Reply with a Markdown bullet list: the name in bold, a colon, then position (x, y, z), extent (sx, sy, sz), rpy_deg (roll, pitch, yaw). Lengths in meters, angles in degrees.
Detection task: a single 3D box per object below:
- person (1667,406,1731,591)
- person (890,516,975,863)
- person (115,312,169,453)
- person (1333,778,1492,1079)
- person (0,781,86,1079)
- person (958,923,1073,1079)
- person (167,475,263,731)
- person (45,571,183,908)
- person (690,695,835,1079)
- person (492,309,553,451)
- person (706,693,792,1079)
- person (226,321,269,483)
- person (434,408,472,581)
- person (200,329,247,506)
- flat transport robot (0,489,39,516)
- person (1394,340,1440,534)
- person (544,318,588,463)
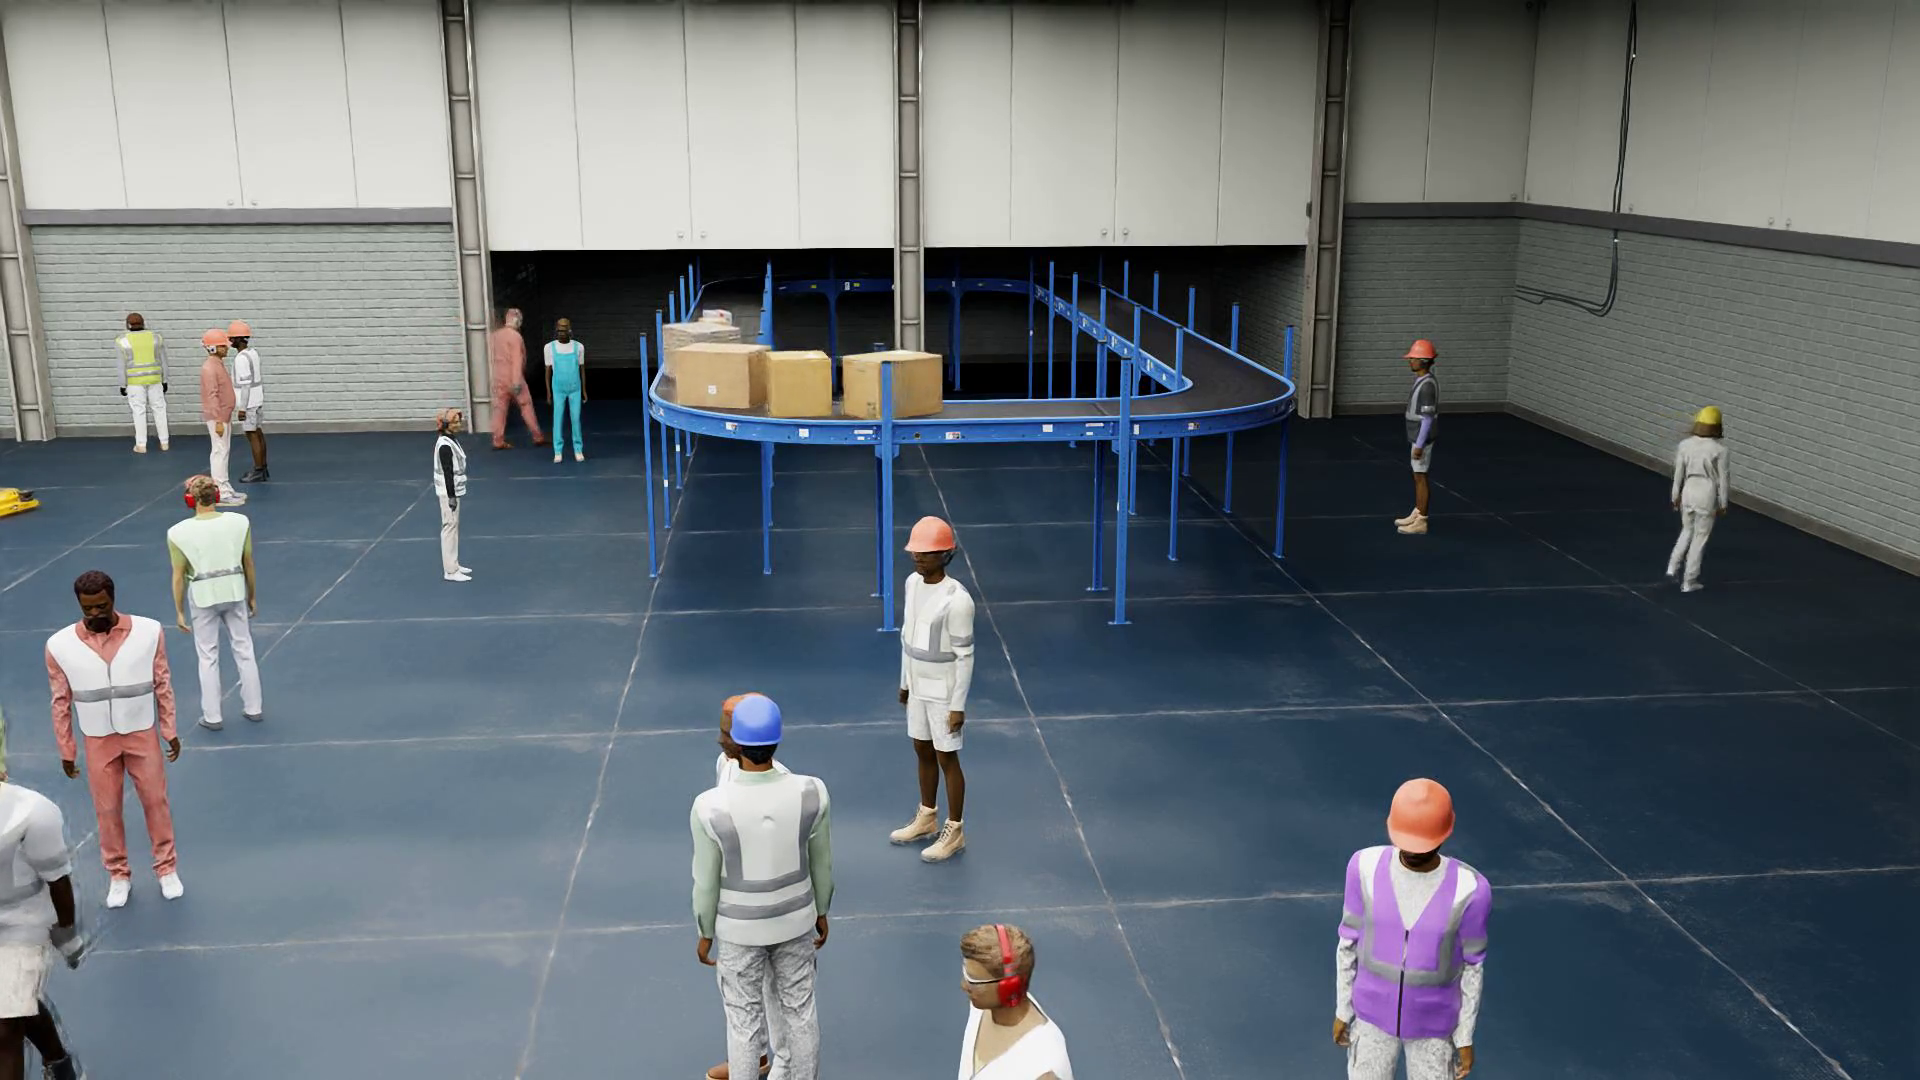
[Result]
- **person**: position (6.818, -0.373, 15.292), extent (0.390, 1.729, 0.490), rpy_deg (-9, 17, -32)
- **person**: position (-0.168, 0.859, 9.701), extent (0.358, 2.047, 0.615), rpy_deg (-10, 17, -35)
- **person**: position (-10.724, -2.067, 21.837), extent (0.624, 1.840, 0.429), rpy_deg (-12, 18, -40)
- **person**: position (1.667, 1.788, 6.231), extent (0.542, 1.928, 0.375), rpy_deg (6, 15, 23)
- **person**: position (-4.025, 1.641, 6.828), extent (0.618, 1.913, 0.959), rpy_deg (3, 14, 12)
- **person**: position (0.178, 2.064, 5.299), extent (0.372, 1.840, 0.570), rpy_deg (-6, 15, -21)
- **person**: position (-5.257, 0.450, 11.776), extent (0.563, 1.836, 0.383), rpy_deg (-12, 18, -39)
- **person**: position (-4.627, 1.075, 9.136), extent (0.602, 1.906, 0.413), rpy_deg (-7, 16, -27)
- **person**: position (-0.823, 1.588, 6.988), extent (0.605, 1.948, 0.388), rpy_deg (-6, 15, -22)
- **person**: position (-5.852, -2.124, 22.053), extent (0.928, 1.846, 0.705), rpy_deg (-13, 19, -43)
- **person**: position (-0.895, 1.561, 7.228), extent (0.344, 1.882, 0.584), rpy_deg (-11, 18, -38)
- **person**: position (-8.568, -1.654, 19.982), extent (0.359, 1.939, 0.542), rpy_deg (-2, 14, -9)
- **person**: position (-4.797, -0.432, 15.703), extent (0.311, 1.636, 0.523), rpy_deg (-4, 14, -14)
- **person**: position (-8.346, -1.388, 18.797), extent (0.384, 1.996, 0.610), rpy_deg (-4, 14, -14)
- **flat transport robot**: position (-11.115, -0.446, 18.531), extent (1.431, 0.197, 0.652), rpy_deg (4, 15, 15)
- **person**: position (4.808, -1.077, 17.456), extent (0.380, 2.045, 0.605), rpy_deg (3, 14, 12)
- **person**: position (-5.005, -1.901, 21.160), extent (0.508, 1.842, 0.332), rpy_deg (-5, 15, -19)
